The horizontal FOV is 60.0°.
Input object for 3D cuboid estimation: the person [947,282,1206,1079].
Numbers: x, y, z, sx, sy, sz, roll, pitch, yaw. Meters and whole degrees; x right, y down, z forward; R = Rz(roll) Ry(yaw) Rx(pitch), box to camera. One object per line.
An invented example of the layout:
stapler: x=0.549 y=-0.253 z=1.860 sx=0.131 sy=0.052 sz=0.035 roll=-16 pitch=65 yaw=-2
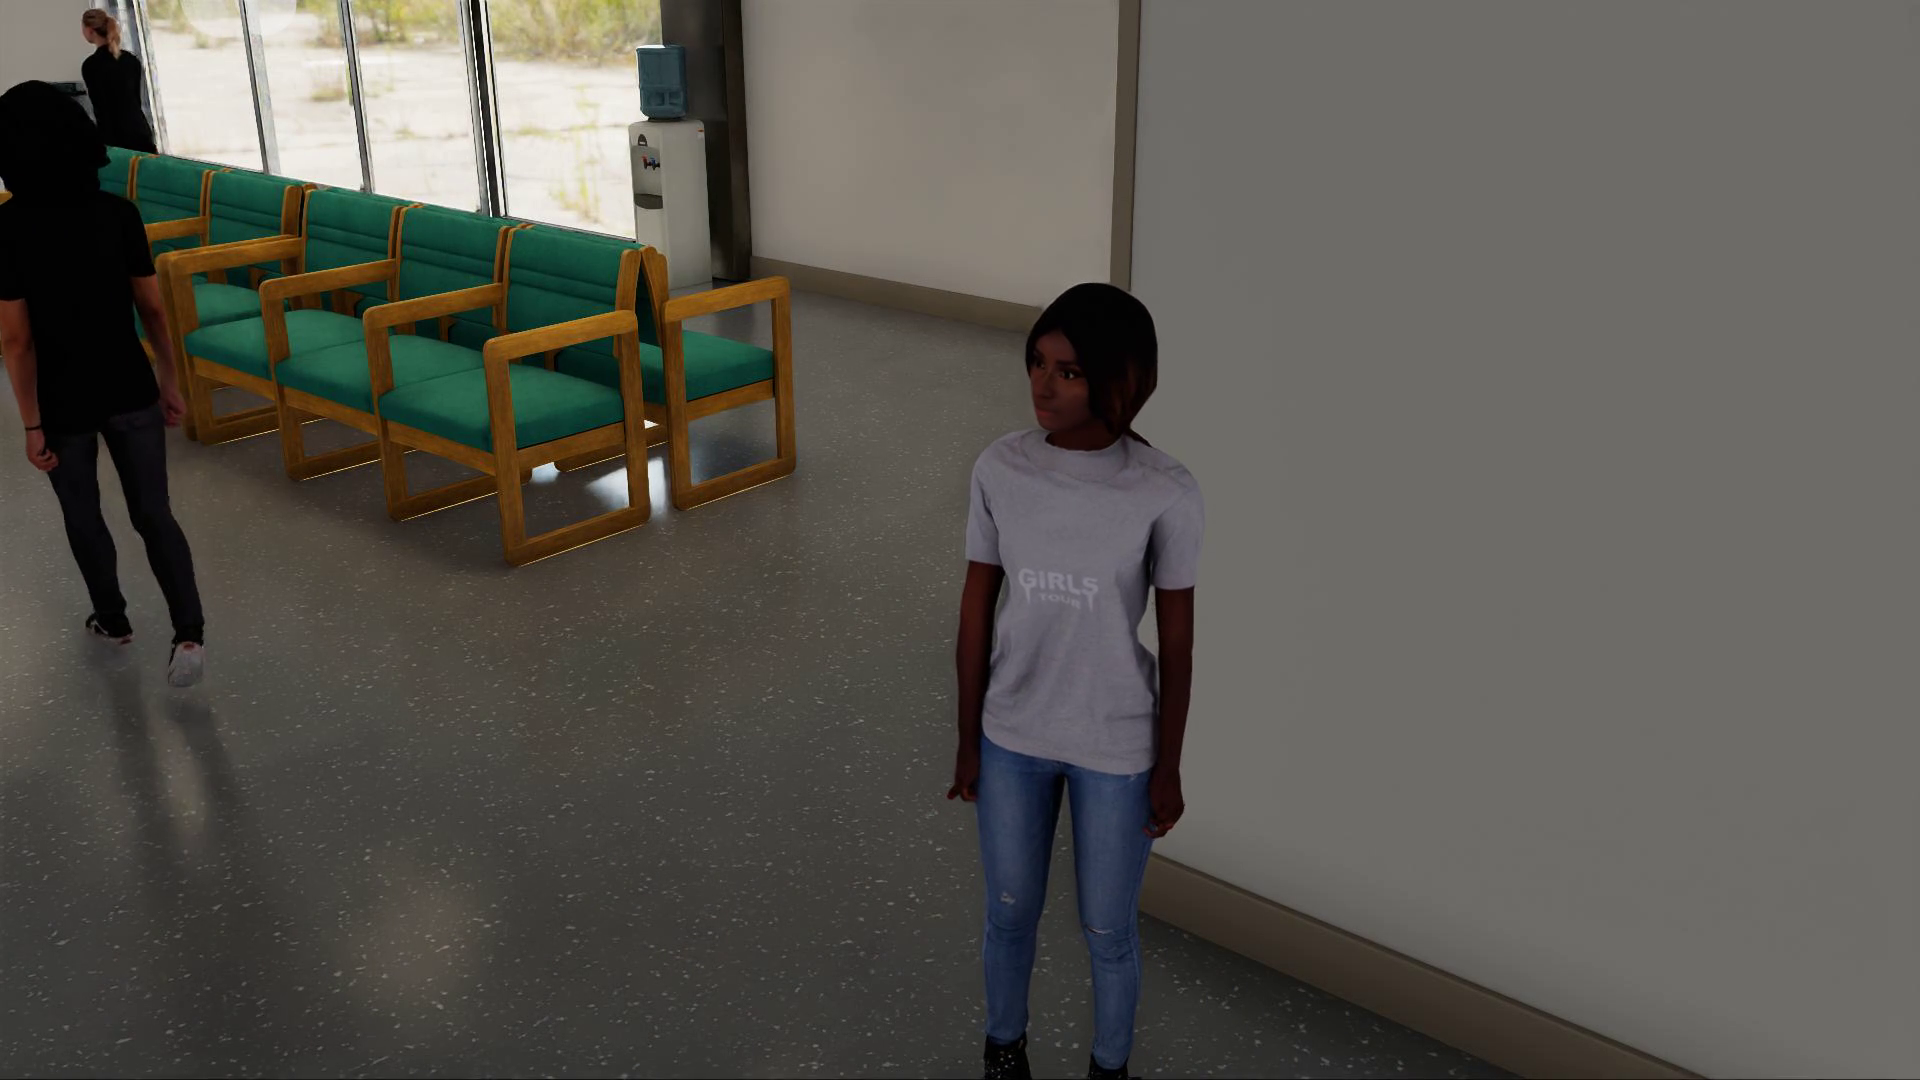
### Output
person: x=0.202 y=0.377 z=3.020 sx=0.646 sy=1.721 sz=0.622 roll=8 pitch=22 yaw=21

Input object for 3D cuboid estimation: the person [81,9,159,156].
person: x=-5.337 y=-2.536 z=10.809 sx=0.802 sy=1.651 sz=1.067 roll=11 pitch=23 yaw=27

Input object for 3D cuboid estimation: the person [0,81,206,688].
person: x=-2.564 y=-0.412 z=4.980 sx=1.103 sy=1.796 sz=0.832 roll=-17 pitch=27 yaw=-38
